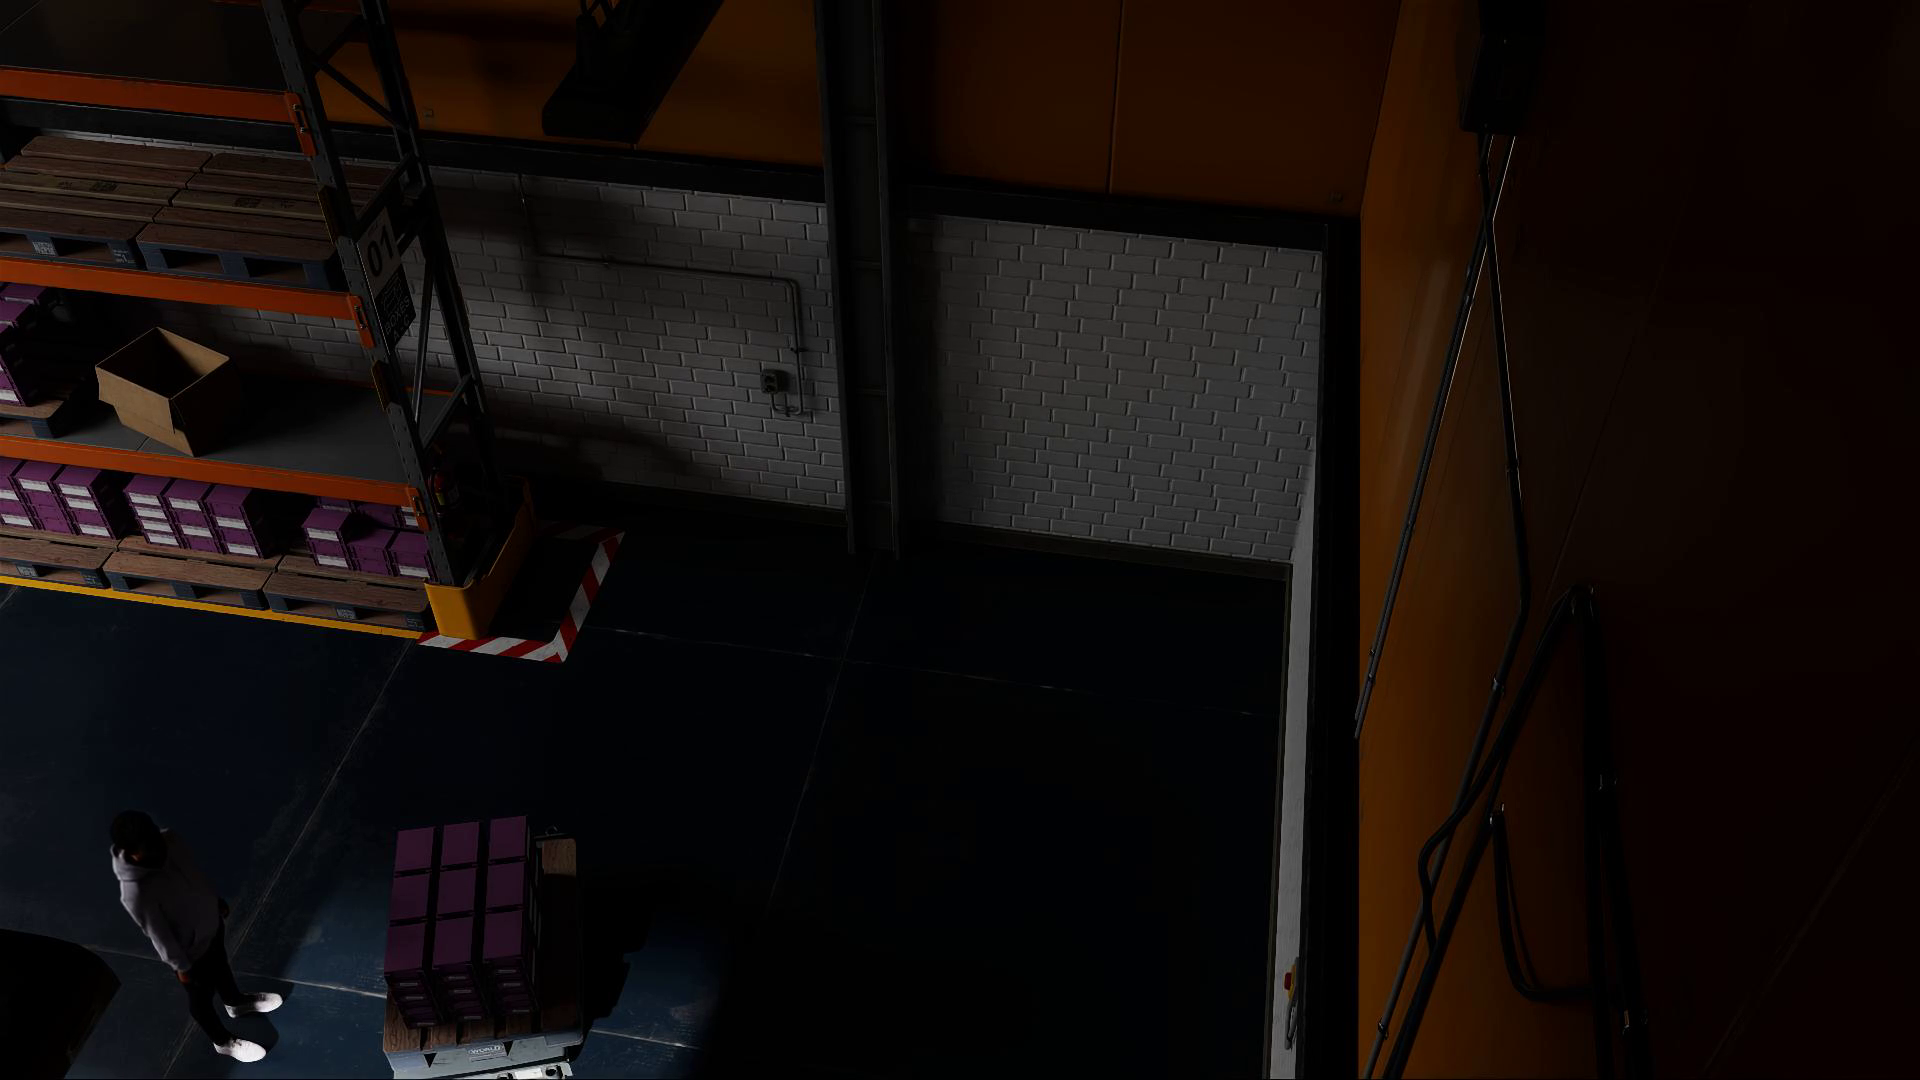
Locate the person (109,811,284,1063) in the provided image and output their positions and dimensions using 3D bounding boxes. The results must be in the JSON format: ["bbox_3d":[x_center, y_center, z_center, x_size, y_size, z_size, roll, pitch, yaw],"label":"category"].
[{"bbox_3d":[-4.063,2.053,8.727,0.670,1.931,0.724,-1,44,-1],"label":"person"}]
